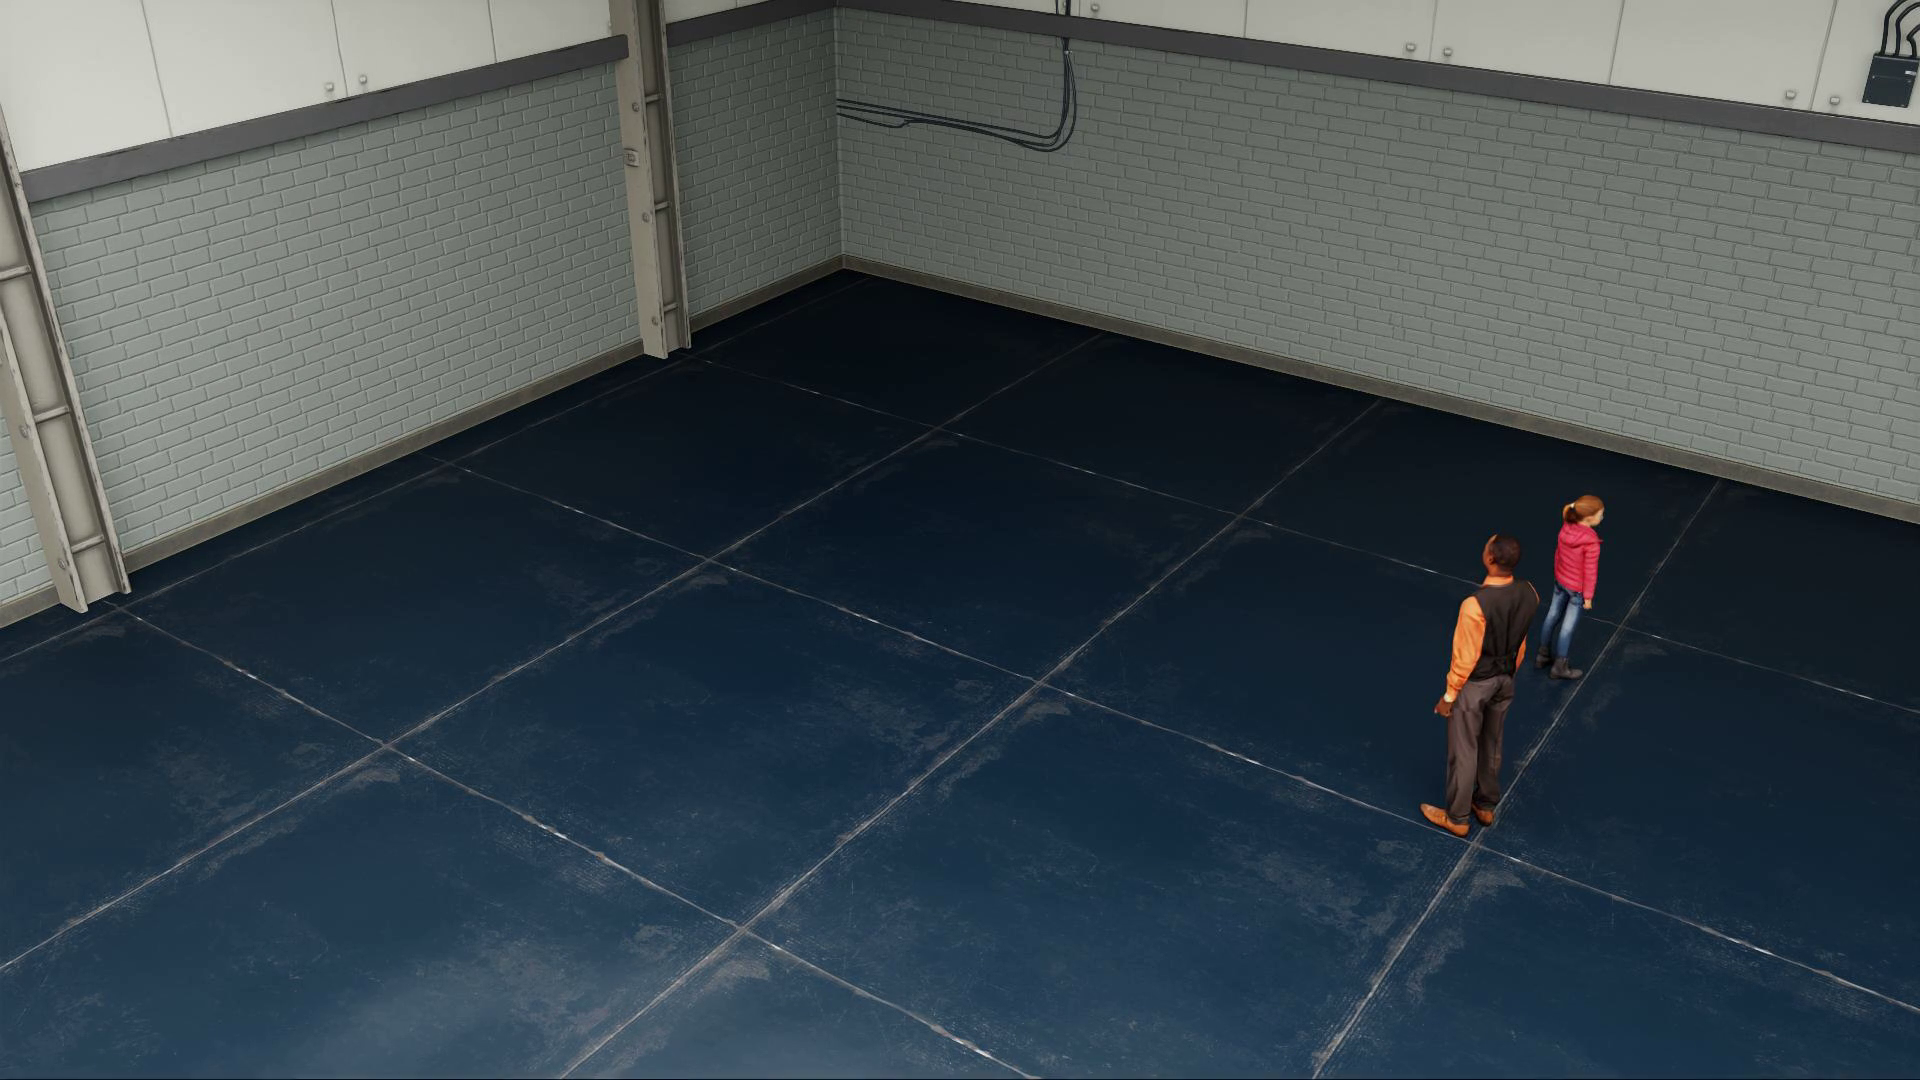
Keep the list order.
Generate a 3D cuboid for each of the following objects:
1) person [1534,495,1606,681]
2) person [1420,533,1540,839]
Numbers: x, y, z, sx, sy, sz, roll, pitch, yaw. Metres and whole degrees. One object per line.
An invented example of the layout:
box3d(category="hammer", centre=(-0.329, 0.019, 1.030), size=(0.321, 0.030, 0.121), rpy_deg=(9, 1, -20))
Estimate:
box3d(category="person", centre=(4.050, 0.303, 11.033), size=(0.629, 1.315, 0.589), rpy_deg=(-9, 29, -16))
box3d(category="person", centre=(2.971, 0.823, 9.426), size=(0.709, 1.908, 0.841), rpy_deg=(-14, 31, -24))
